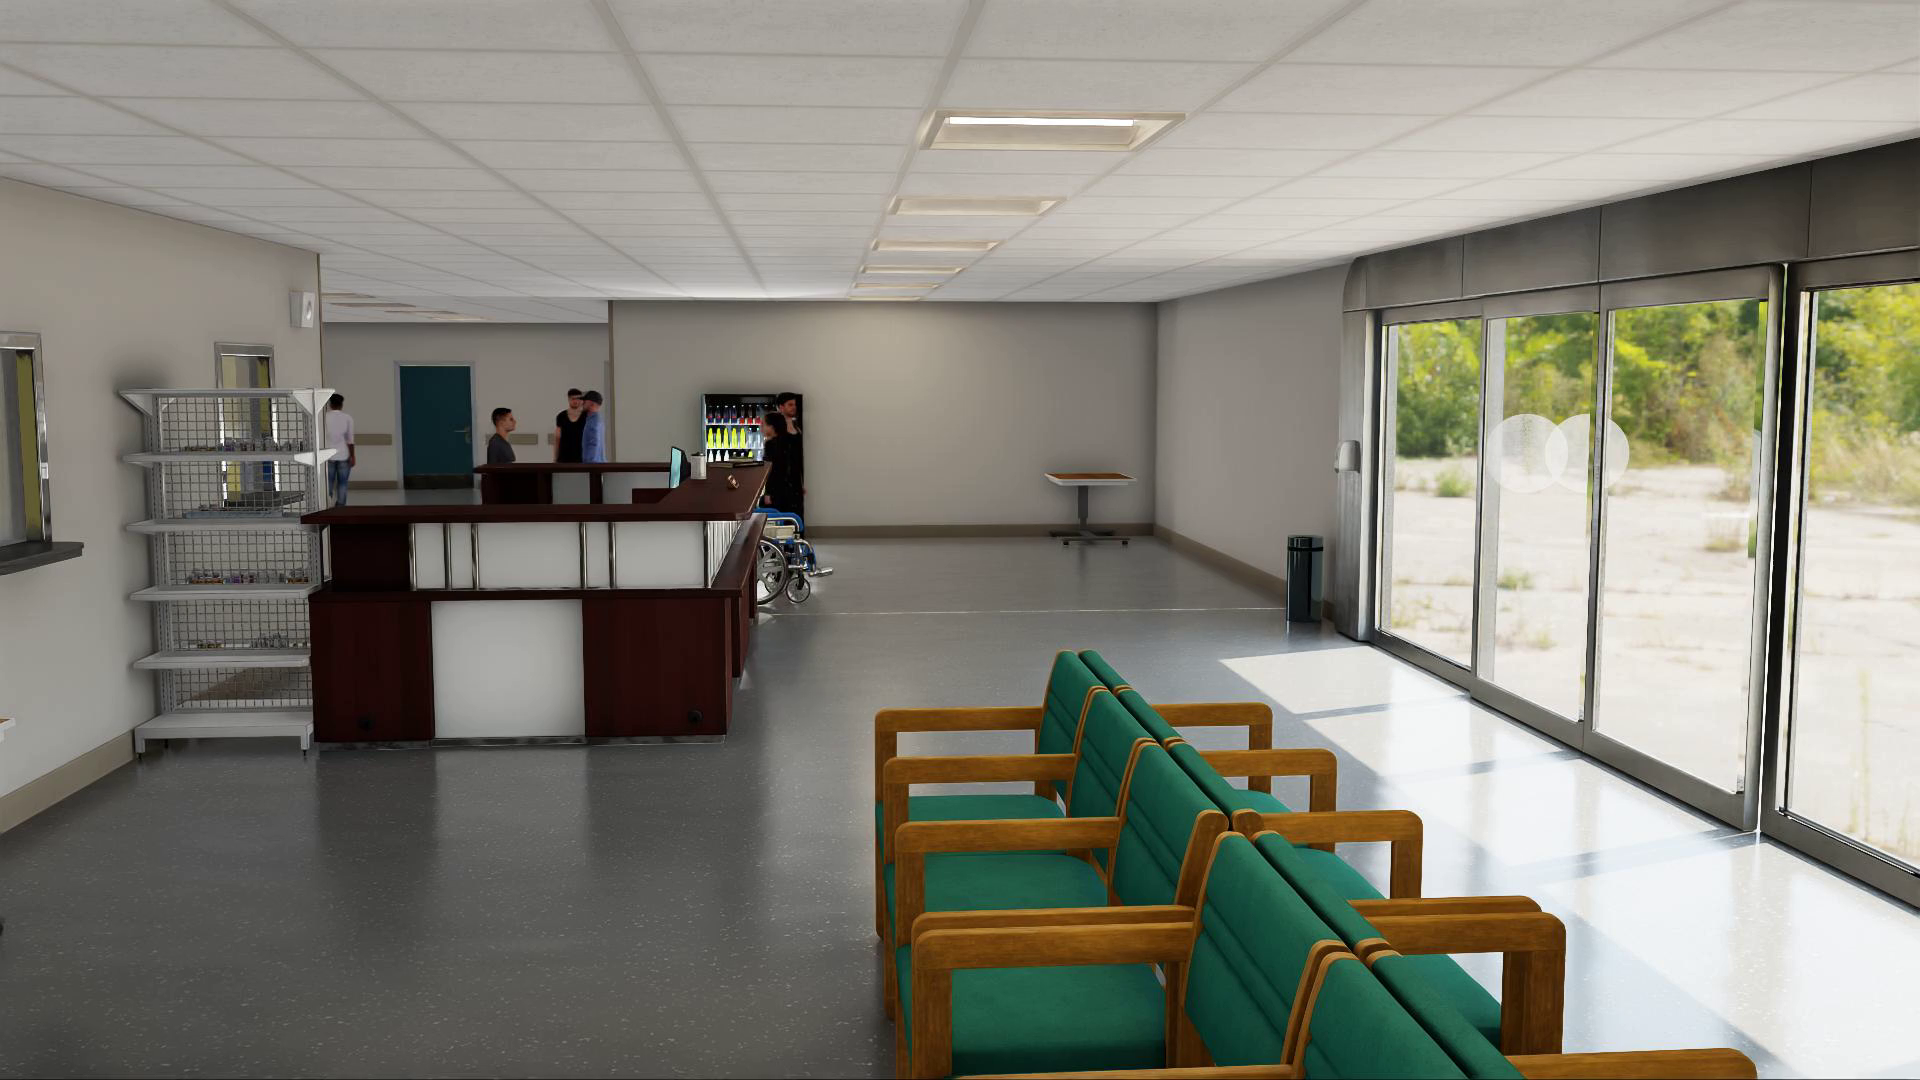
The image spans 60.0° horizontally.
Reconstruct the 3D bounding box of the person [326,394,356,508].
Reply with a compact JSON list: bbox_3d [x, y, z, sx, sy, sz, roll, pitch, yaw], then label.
[{"bbox_3d":[-9.091,-1.230,24.233,0.854,1.779,0.750,-1,6,-11],"label":"person"}]

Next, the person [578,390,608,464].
[{"bbox_3d":[-4.300,-0.820,19.620,0.562,1.887,0.641,-1,6,-7],"label":"person"}]

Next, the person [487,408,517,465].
[{"bbox_3d":[-4.456,-0.361,15.910,1.135,1.715,0.631,0,6,-4],"label":"person"}]

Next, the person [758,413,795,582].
[{"bbox_3d":[-1.760,-0.413,16.520,0.781,1.697,0.737,5,7,39],"label":"person"}]

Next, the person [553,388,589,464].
[{"bbox_3d":[-5.244,-1.110,22.554,0.559,1.876,0.760,0,6,-4],"label":"person"}]

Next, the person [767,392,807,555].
[{"bbox_3d":[-1.840,-0.616,17.571,0.786,1.892,0.773,3,7,29],"label":"person"}]
